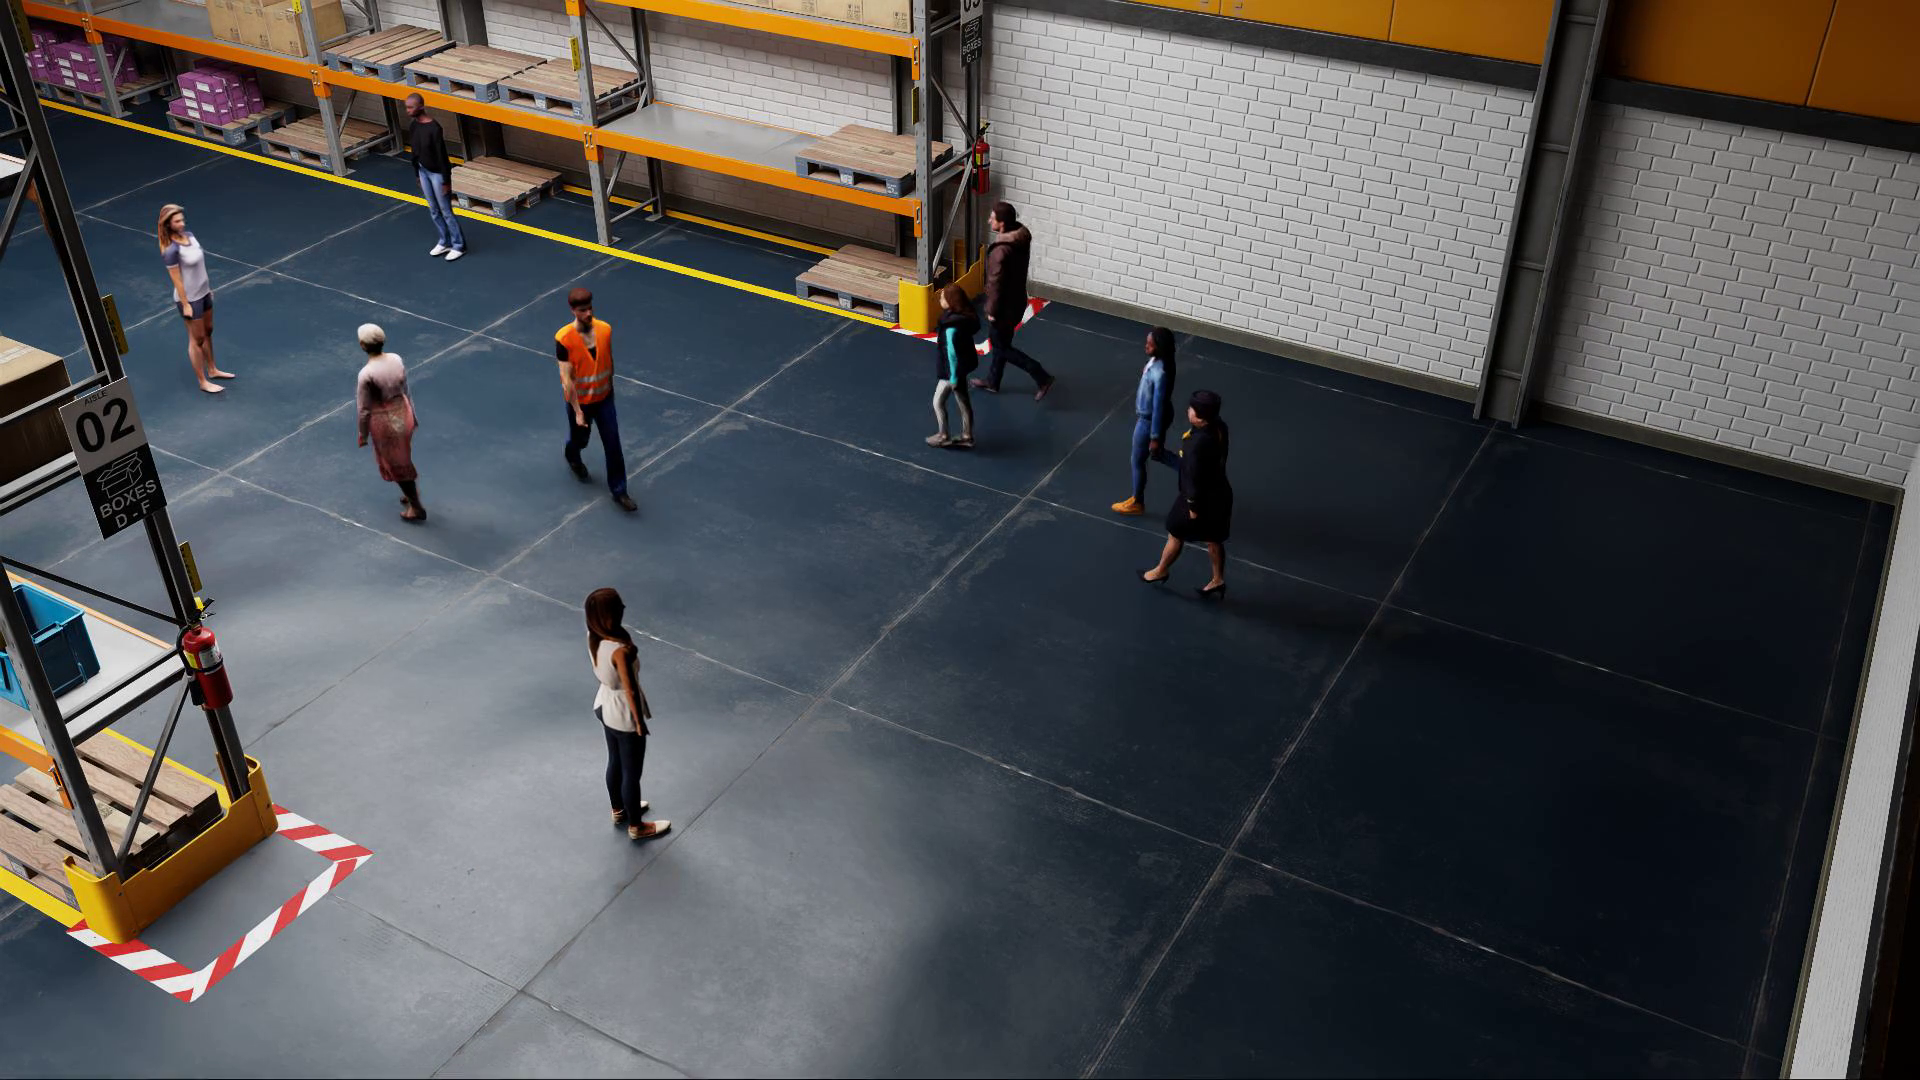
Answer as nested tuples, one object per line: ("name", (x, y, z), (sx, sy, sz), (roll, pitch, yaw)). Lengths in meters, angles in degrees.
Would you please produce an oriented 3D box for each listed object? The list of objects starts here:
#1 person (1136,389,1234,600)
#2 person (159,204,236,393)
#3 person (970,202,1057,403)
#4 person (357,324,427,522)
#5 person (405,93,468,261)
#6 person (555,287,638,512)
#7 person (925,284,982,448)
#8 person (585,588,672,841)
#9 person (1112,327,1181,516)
("person", (1.830, -0.274, 11.983), (0.906, 1.645, 0.718), (21, 39, 28))
("person", (-6.810, -2.159, 14.743), (0.673, 1.730, 0.670), (3, 34, 5))
("person", (0.486, -2.040, 14.477), (1.137, 1.825, 0.877), (11, 35, 16))
("person", (-4.327, -0.868, 12.845), (0.684, 1.680, 0.636), (13, 36, 19))
("person", (-5.413, -3.763, 17.146), (0.457, 1.741, 0.651), (17, 37, 23))
("person", (-2.979, -1.154, 13.126), (0.970, 1.846, 1.273), (-21, 39, -28))
("person", (0.026, -1.427, 13.863), (0.747, 1.485, 0.666), (9, 35, 13))
("person", (-2.030, 1.028, 9.898), (0.738, 1.785, 0.599), (-23, 40, -30))
("person", (1.596, -0.876, 12.851), (1.077, 1.686, 0.793), (8, 35, 13))
